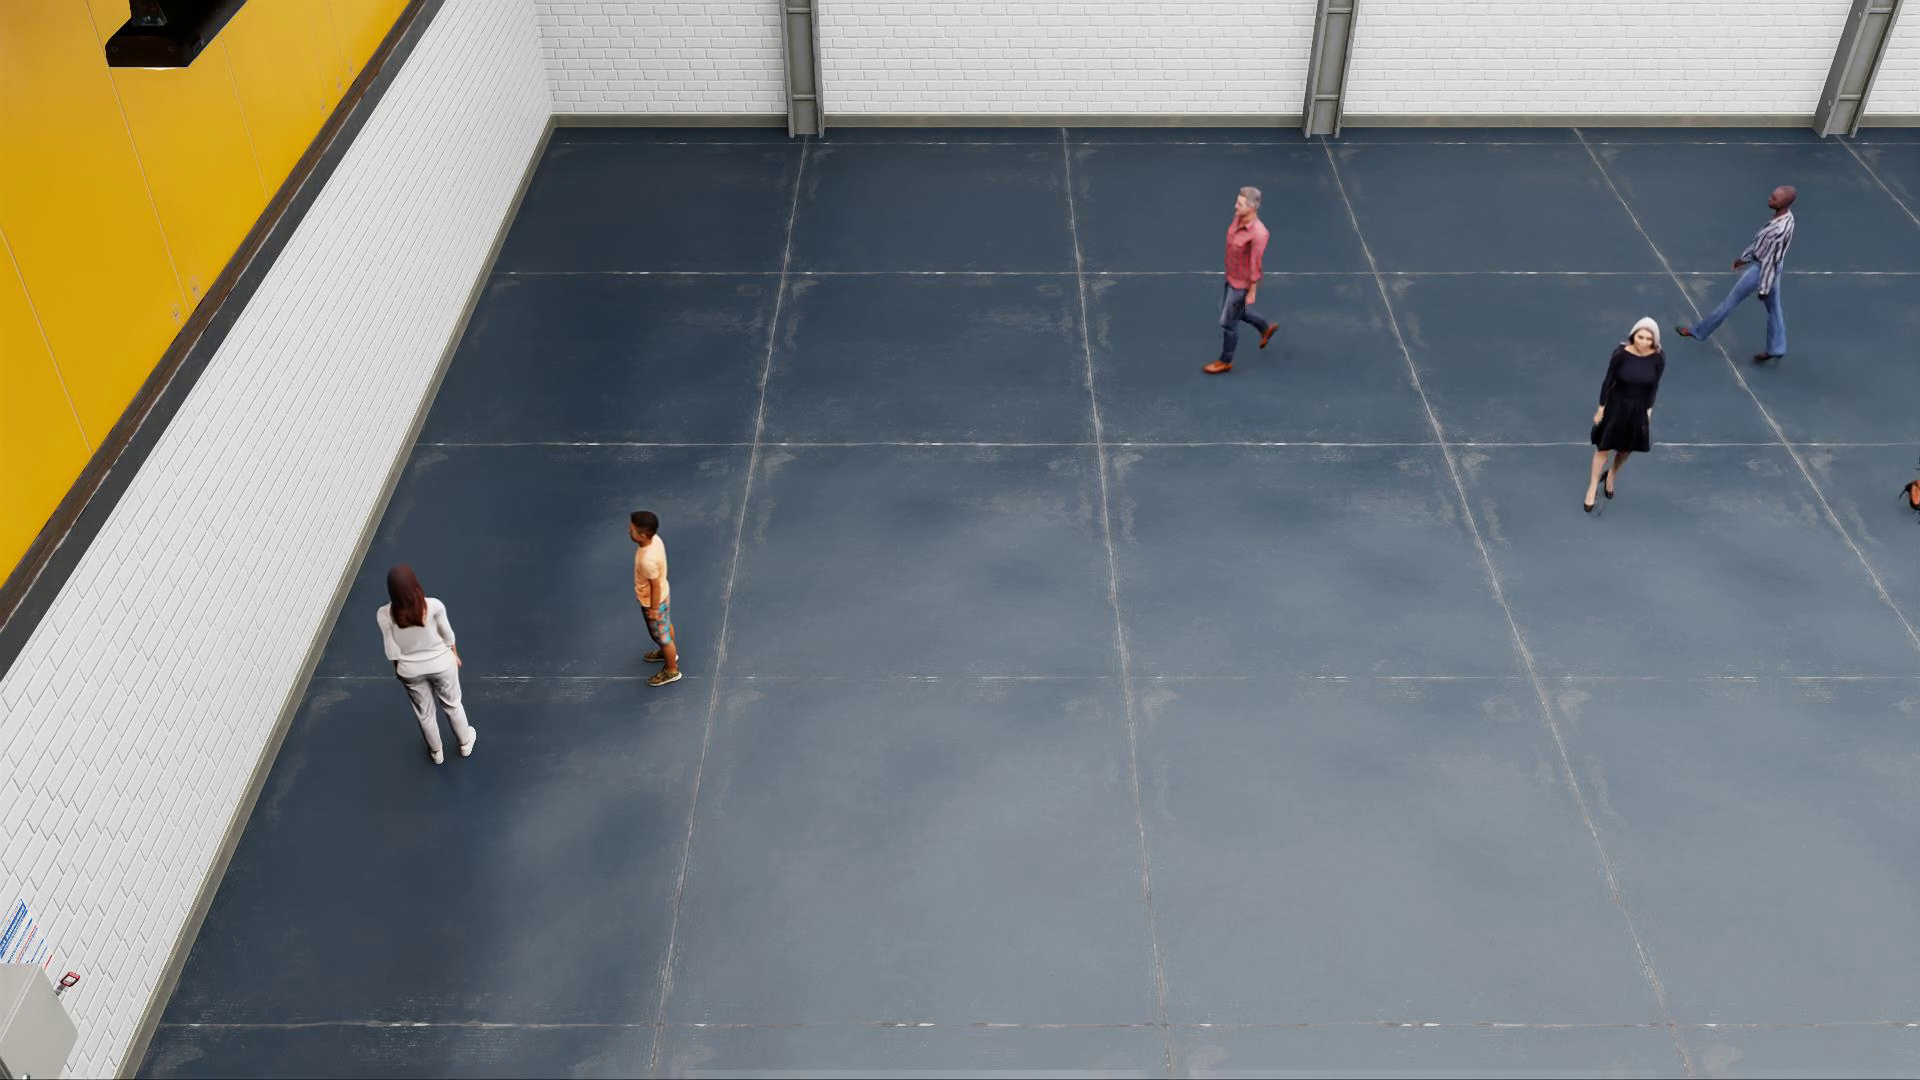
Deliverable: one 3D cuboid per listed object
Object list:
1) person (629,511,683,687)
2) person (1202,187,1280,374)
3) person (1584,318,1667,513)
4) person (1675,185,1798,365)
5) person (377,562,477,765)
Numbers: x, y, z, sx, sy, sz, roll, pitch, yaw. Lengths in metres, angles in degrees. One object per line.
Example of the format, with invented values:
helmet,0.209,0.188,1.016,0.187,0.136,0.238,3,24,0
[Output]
person,-2.162,0.388,11.810,0.528,1.461,0.553,-5,39,-7
person,2.605,-2.336,14.941,1.068,1.811,0.839,-9,39,-11
person,5.327,-1.029,13.355,0.645,1.747,0.747,7,39,9
person,7.346,-2.347,15.016,1.289,1.733,1.070,22,43,25
person,-3.557,0.819,11.088,0.580,1.689,0.722,-12,40,-14
